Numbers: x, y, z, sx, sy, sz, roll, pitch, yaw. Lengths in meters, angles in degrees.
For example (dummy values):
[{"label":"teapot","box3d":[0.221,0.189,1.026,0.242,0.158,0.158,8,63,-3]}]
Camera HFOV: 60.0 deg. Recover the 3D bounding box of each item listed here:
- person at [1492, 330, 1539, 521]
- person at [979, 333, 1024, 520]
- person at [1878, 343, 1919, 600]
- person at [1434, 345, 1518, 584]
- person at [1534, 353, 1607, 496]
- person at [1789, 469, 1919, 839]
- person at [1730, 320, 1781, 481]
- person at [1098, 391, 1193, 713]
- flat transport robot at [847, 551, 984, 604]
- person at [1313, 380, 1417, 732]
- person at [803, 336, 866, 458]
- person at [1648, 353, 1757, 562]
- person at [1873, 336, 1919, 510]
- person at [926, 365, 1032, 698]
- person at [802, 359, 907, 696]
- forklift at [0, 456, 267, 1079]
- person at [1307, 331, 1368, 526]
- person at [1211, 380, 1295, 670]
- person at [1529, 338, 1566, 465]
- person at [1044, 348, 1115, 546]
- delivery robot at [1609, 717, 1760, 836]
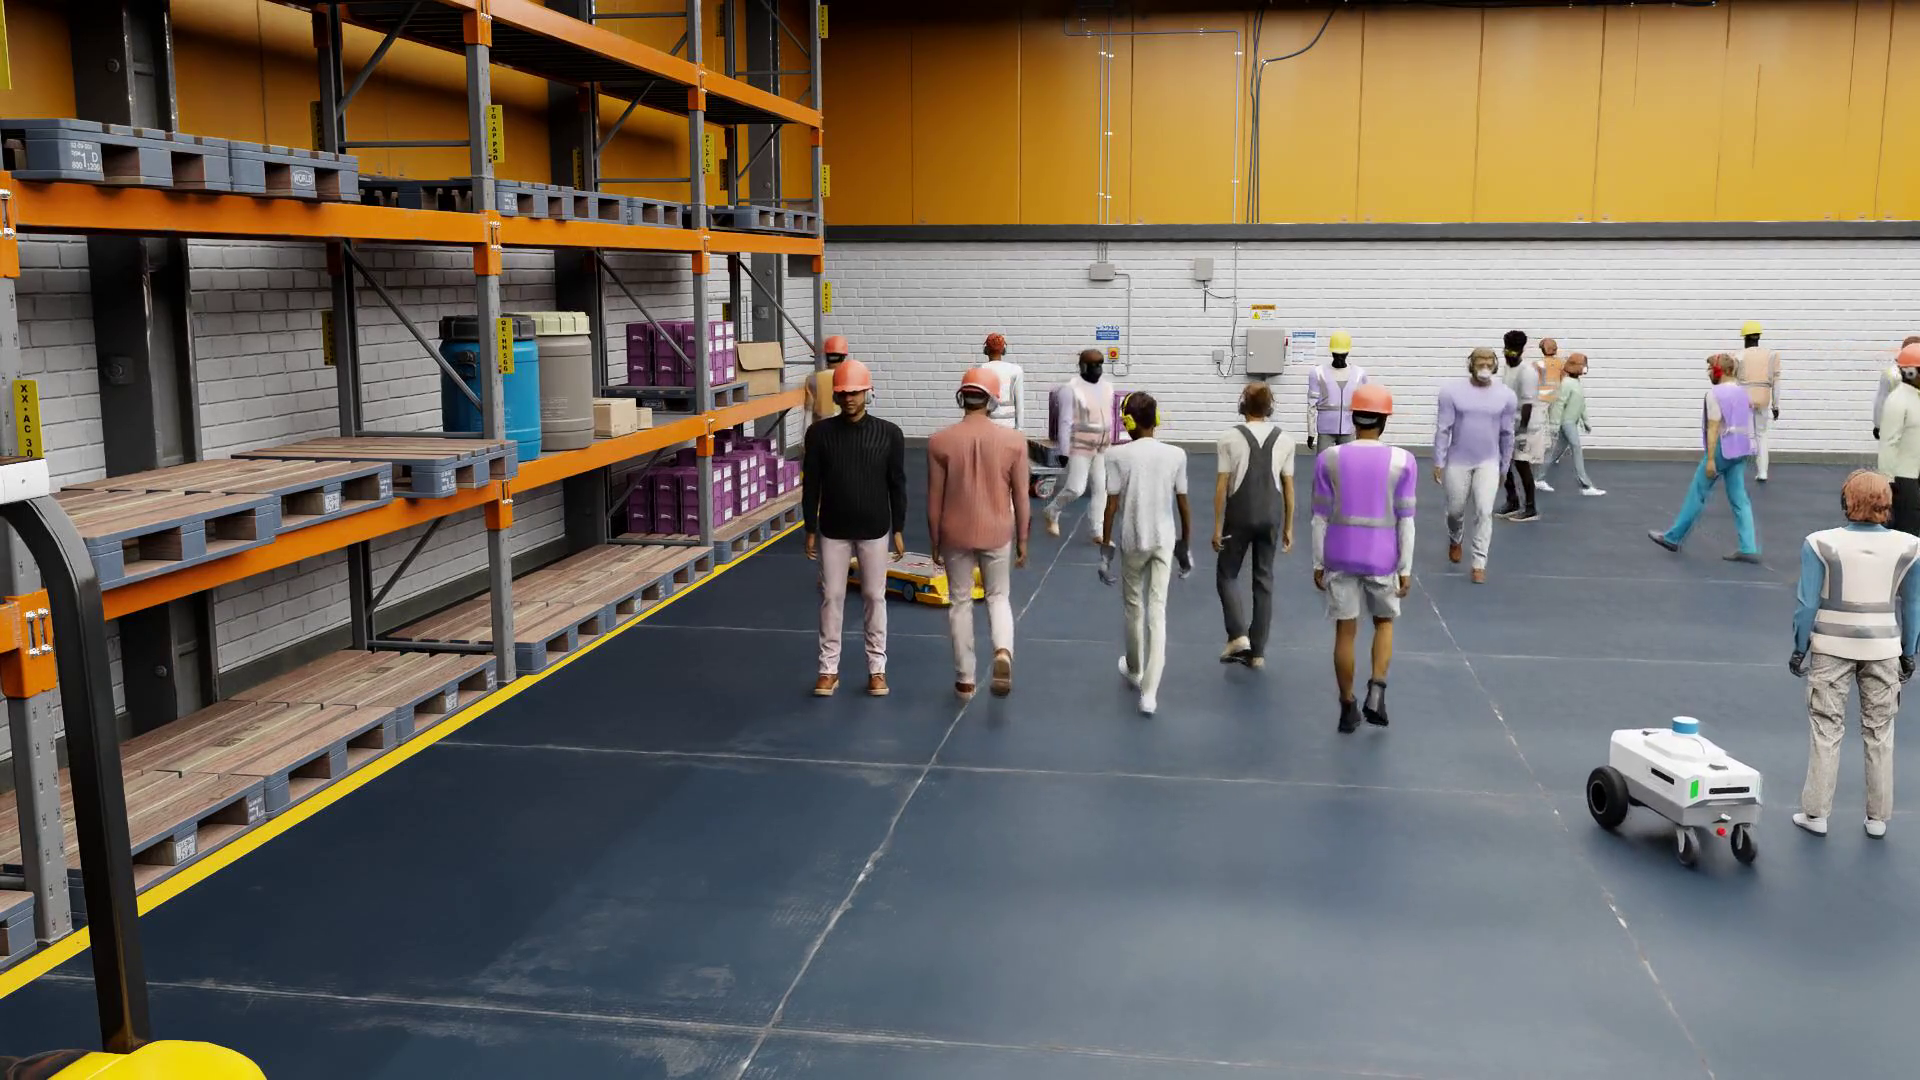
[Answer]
[{"label":"person","box3d":[5.574,-1.130,16.560,0.553,1.922,0.623,-2,9,-11]},{"label":"person","box3d":[0.356,-1.126,16.678,0.574,1.883,0.355,-2,9,-11]},{"label":"person","box3d":[7.118,-0.521,12.672,0.797,1.976,0.619,7,12,37]},{"label":"person","box3d":[4.193,-0.638,13.578,0.638,1.914,0.768,2,9,14]},{"label":"person","box3d":[6.855,-1.306,18.686,0.860,1.587,0.533,7,12,38]},{"label":"person","box3d":[3.949,0.508,7.346,0.524,1.639,0.308,2,9,12]},{"label":"person","box3d":[9.358,-1.636,19.711,0.646,1.920,0.395,1,9,8]},{"label":"person","box3d":[1.073,0.050,9.643,0.579,1.808,0.951,-1,9,-4]},{"label":"flat transport robot","box3d":[-0.359,0.276,12.991,0.652,0.197,1.431,-8,12,-41]},{"label":"person","box3d":[2.181,0.099,9.021,0.540,1.922,0.394,3,10,16]},{"label":"person","box3d":[-1.134,-0.953,15.556,0.574,1.889,0.950,2,9,11]},{"label":"person","box3d":[6.568,-0.722,14.483,0.584,1.781,0.998,-6,11,-33]},{"label":"person","box3d":[9.856,-1.205,17.325,0.653,1.829,0.521,2,9,12]},{"label":"person","box3d":[0.112,-0.019,9.607,0.612,1.968,0.624,-1,9,-4]},{"label":"person","box3d":[-0.622,-0.065,9.787,0.614,1.993,0.395,0,9,1]},{"label":"forklift","box3d":[-2.328,0.975,2.765,2.313,2.155,1.214,1,9,9]},{"label":"person","box3d":[3.694,-1.079,16.283,0.591,1.916,0.389,-1,9,-3]},{"label":"person","box3d":[1.845,-0.088,10.439,0.530,1.825,0.443,-1,9,-6]},{"label":"person","box3d":[7.584,-1.784,21.492,0.523,1.636,0.310,-3,10,-17]},{"label":"person","box3d":[1.105,-0.846,15.171,0.638,1.823,0.722,-7,11,-36]},{"label":"delivery robot","box3d":[3.153,1.016,7.262,0.477,0.478,0.707,-1,9,-8]}]
